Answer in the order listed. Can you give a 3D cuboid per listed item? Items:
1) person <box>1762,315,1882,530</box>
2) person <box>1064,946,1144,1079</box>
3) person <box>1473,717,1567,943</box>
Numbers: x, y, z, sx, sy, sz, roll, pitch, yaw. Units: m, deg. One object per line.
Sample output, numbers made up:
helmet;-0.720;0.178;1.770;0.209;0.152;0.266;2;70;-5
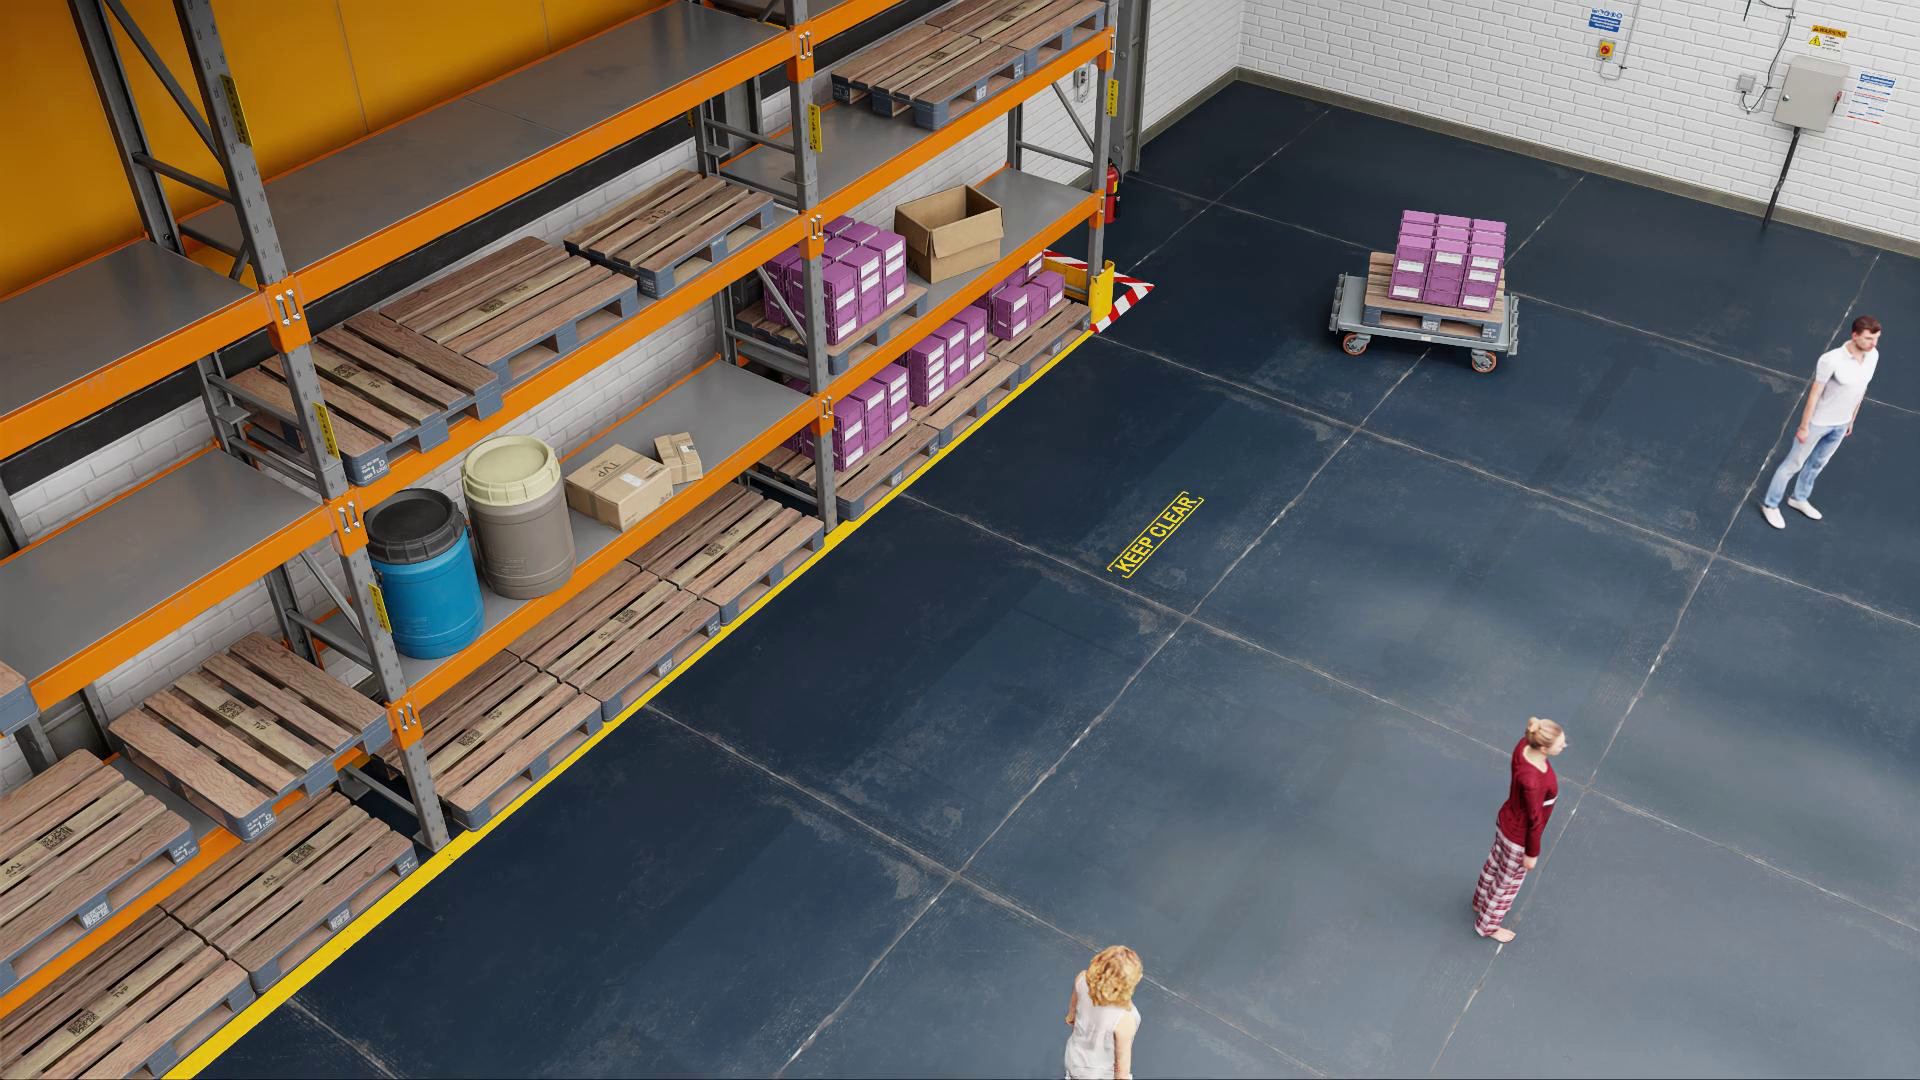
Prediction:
person;6.644;-0.928;12.769;0.690;1.850;0.785;-11;40;-14
person;0.640;2.670;8.427;0.807;1.646;0.830;-28;47;-31
person;3.249;1.658;9.653;0.741;1.698;0.610;4;39;5
